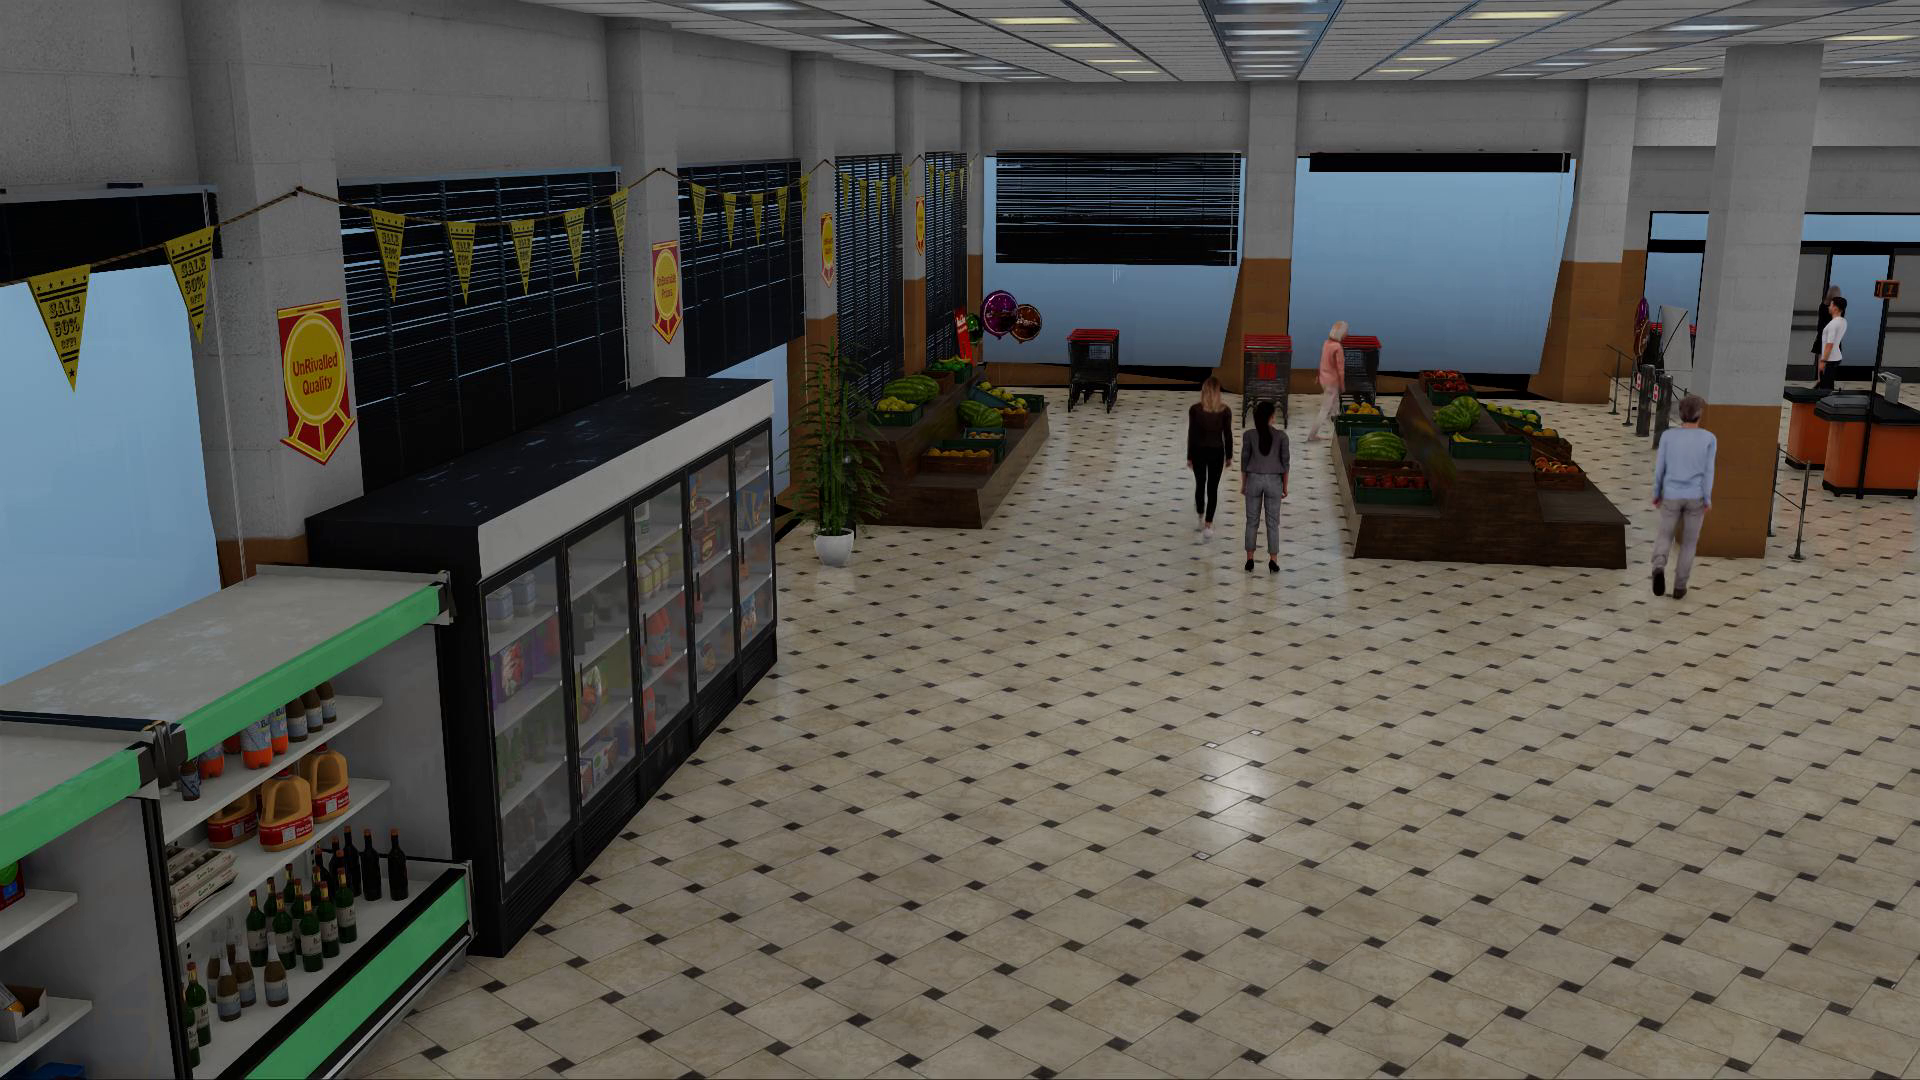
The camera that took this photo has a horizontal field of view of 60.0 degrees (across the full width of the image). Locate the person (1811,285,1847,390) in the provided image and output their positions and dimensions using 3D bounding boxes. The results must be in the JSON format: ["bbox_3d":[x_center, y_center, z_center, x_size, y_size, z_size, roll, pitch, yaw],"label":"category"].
[{"bbox_3d":[14.557,-3.399,27.860,0.583,1.747,0.547,2,14,9],"label":"person"}]

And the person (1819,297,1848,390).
[{"bbox_3d":[12.919,-2.678,24.663,0.813,1.852,0.702,12,18,41],"label":"person"}]

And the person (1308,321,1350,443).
[{"bbox_3d":[5.017,-2.144,22.840,1.004,1.673,1.065,-5,14,-19],"label":"person"}]

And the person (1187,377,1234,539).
[{"bbox_3d":[2.607,-0.827,17.456,0.641,1.651,1.086,3,14,12],"label":"person"}]

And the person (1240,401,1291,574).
[{"bbox_3d":[2.939,-0.512,16.104,0.639,1.677,0.597,4,14,15],"label":"person"}]

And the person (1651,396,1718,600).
[{"bbox_3d":[6.510,-0.346,15.000,0.886,1.875,1.107,8,16,31],"label":"person"}]
